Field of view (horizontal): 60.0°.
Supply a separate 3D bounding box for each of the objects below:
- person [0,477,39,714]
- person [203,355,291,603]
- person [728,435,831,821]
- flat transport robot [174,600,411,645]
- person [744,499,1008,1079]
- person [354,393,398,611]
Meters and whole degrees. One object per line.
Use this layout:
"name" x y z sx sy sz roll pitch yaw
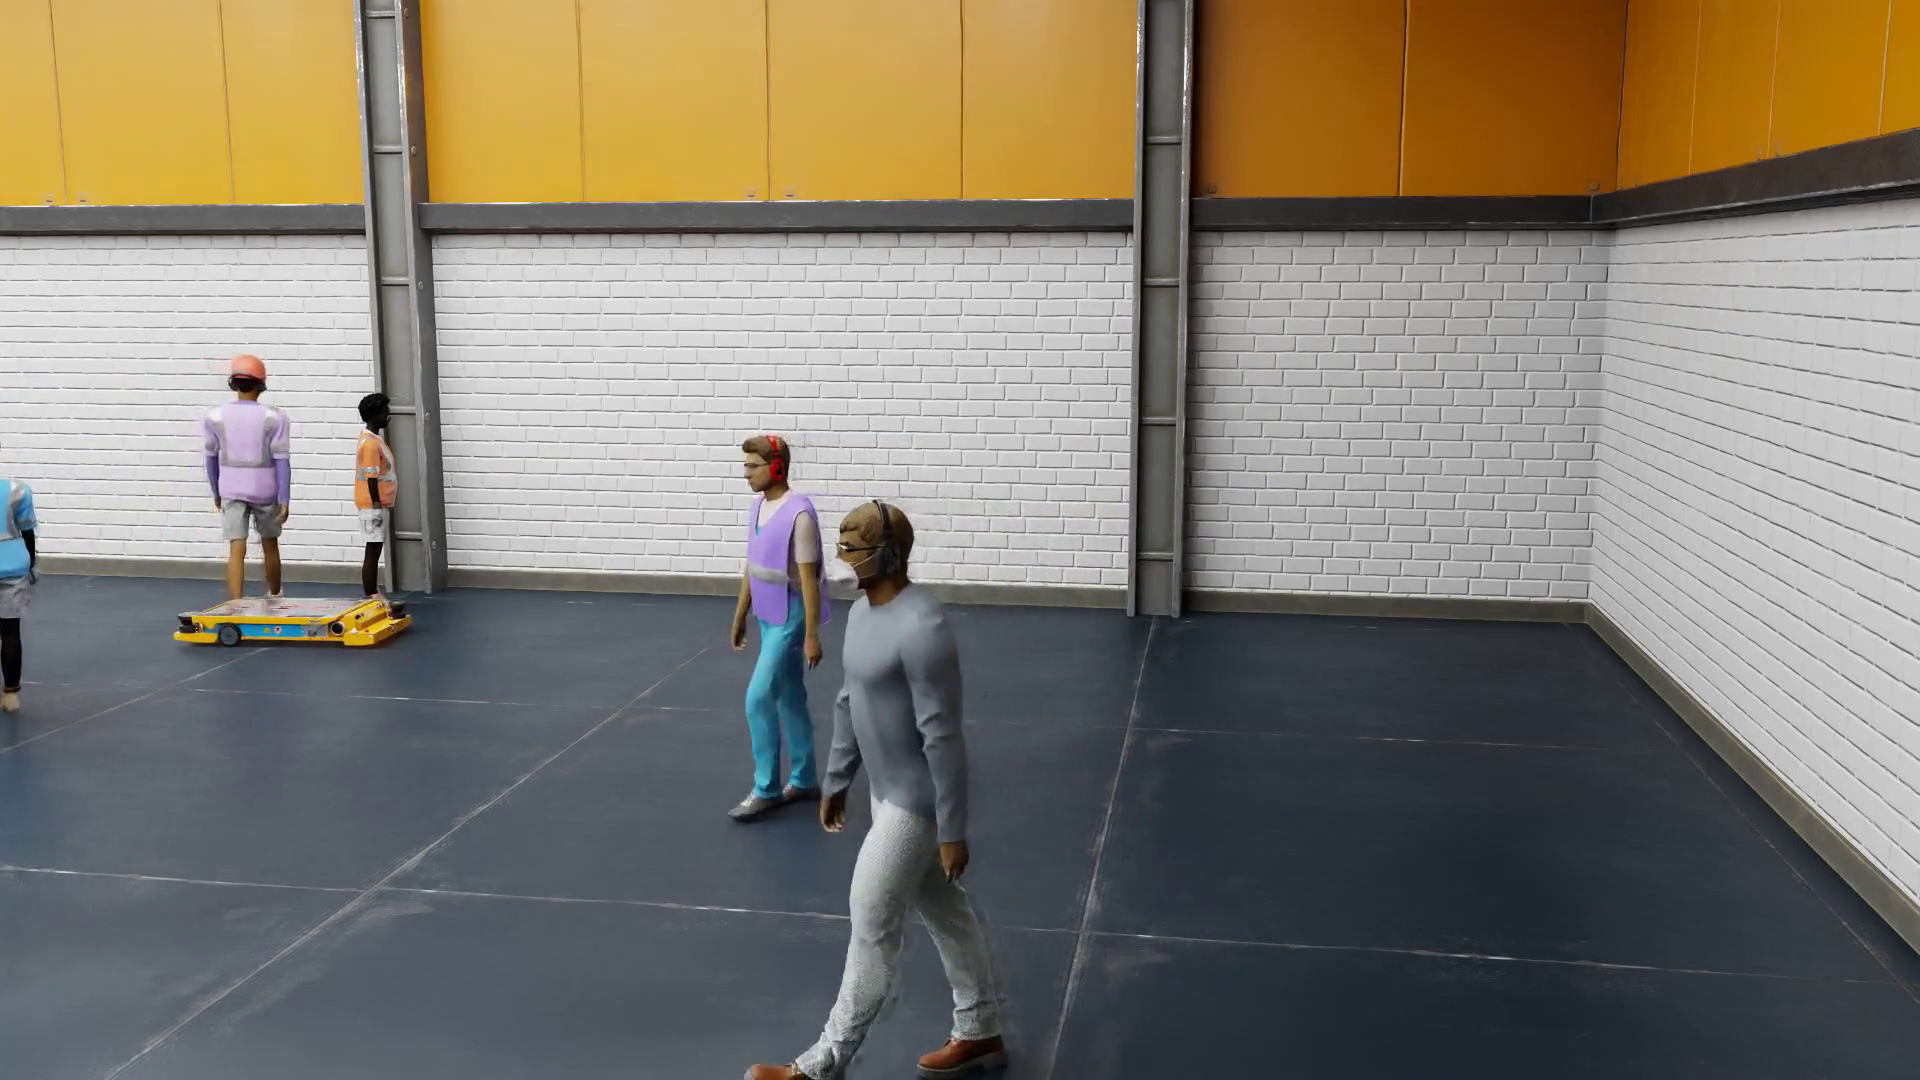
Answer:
"person" -5.719 0.189 9.809 0.540 1.679 0.512 -6 11 -34
"person" -5.217 -0.344 12.227 0.616 2.017 0.968 -2 9 -13
"person" -0.952 0.416 7.939 0.681 1.821 0.611 -5 10 -27
"flat transport robot" -4.714 0.569 11.781 1.431 0.197 0.652 1 9 4
"person" -0.258 0.823 5.181 0.961 1.901 0.660 -3 10 -18
"person" -4.408 -0.263 12.561 0.318 1.688 0.534 -3 10 -19
